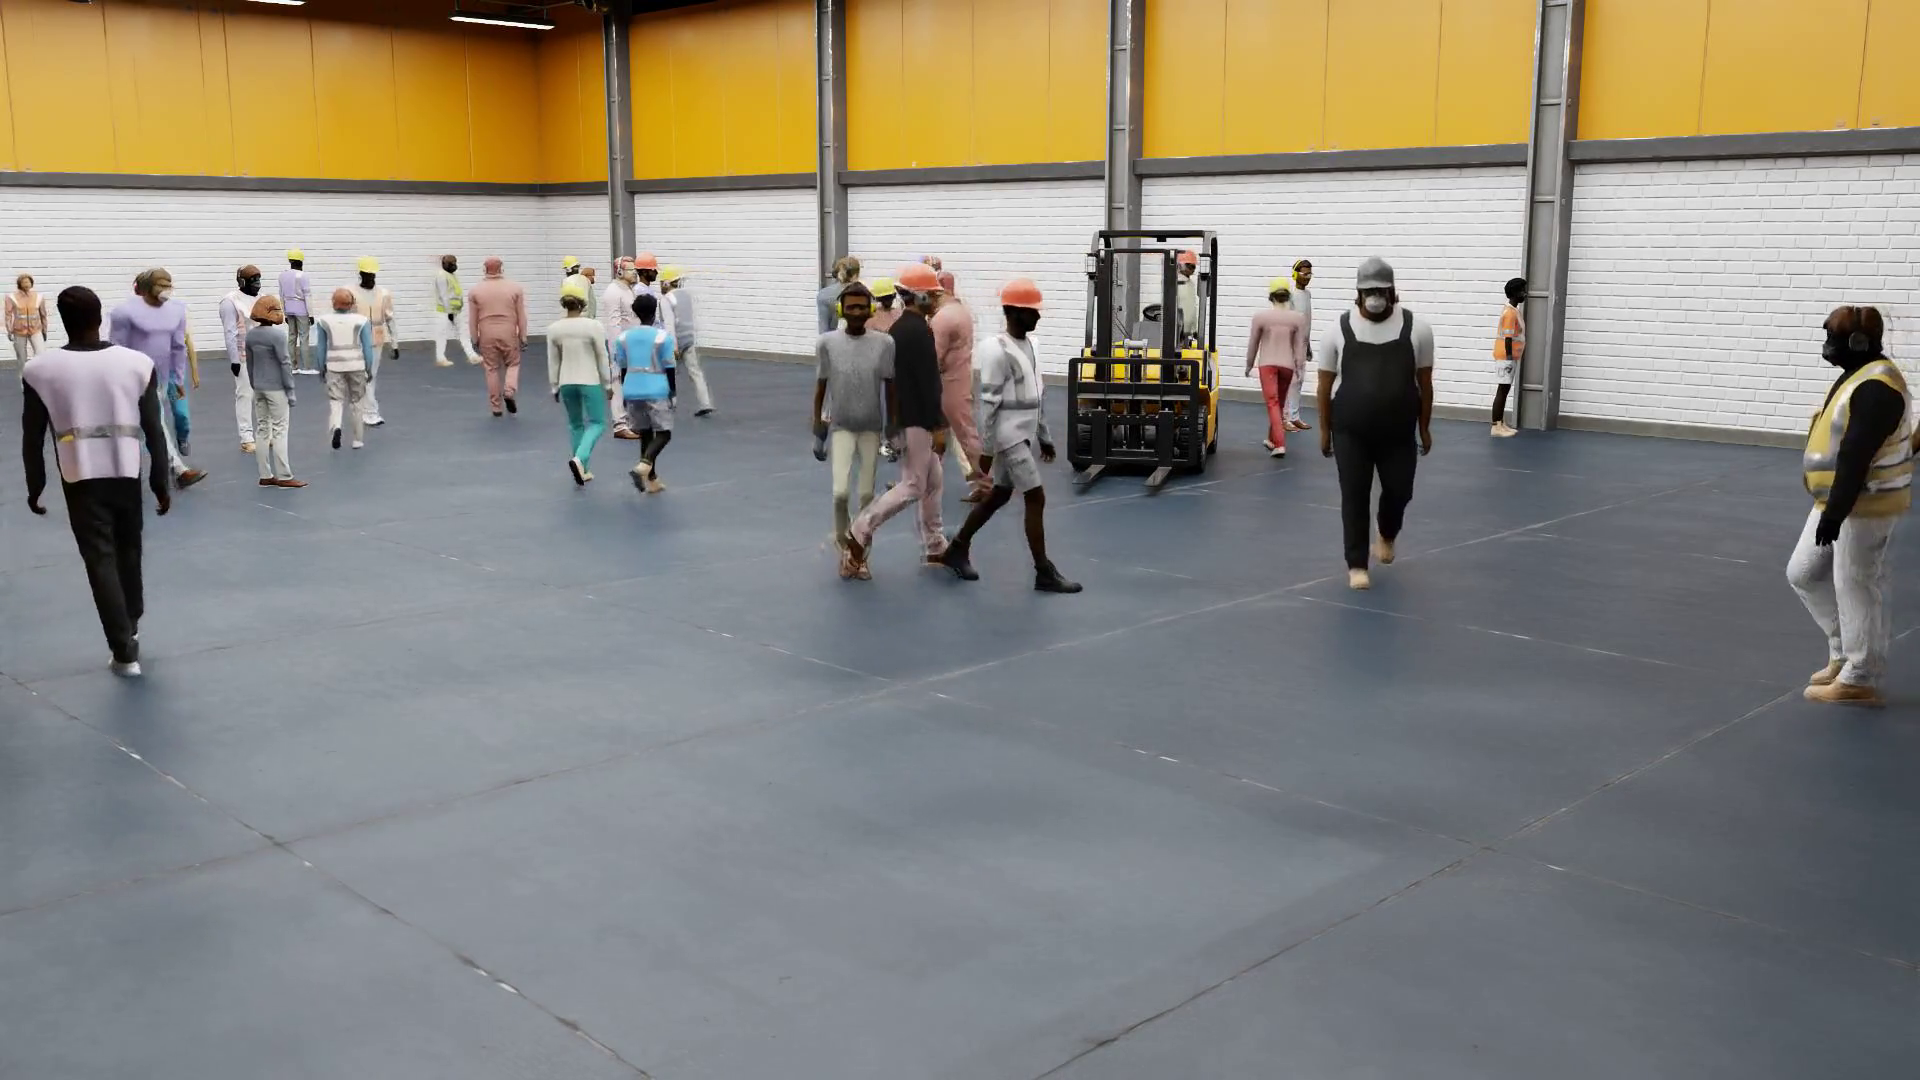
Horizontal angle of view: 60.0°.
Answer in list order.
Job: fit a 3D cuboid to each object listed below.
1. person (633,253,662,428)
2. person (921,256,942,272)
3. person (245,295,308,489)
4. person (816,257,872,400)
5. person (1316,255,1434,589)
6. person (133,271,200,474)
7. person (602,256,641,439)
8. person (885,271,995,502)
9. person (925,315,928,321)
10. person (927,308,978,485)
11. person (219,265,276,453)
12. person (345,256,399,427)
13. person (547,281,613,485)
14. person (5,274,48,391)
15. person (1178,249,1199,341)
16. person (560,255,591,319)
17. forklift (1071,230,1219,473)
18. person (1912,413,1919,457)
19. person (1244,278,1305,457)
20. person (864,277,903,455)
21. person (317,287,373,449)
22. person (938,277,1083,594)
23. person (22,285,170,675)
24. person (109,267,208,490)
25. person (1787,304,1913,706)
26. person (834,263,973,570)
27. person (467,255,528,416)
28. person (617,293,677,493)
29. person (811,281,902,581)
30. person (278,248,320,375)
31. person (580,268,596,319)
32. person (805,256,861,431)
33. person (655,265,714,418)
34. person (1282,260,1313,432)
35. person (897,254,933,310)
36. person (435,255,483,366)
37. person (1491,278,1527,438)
[{"bbox_3d":[-3.460,-2.204,18.447,0.358,1.938,0.548,-3,11,-16],"label":"person"},{"bbox_3d":[-0.292,-2.166,18.336,0.401,1.901,0.650,-4,11,-19],"label":"person"},{"bbox_3d":[-5.807,-1.247,14.054,0.498,1.634,0.280,6,12,30],"label":"person"},{"bbox_3d":[-1.238,-2.119,18.096,0.635,1.909,0.970,-3,11,-15],"label":"person"},{"bbox_3d":[2.519,-0.737,10.162,0.702,2.000,0.687,2,11,9],"label":"person"},{"bbox_3d":[-7.232,-1.526,15.073,0.623,1.812,0.669,-4,11,-22],"label":"person"},{"bbox_3d":[-3.510,-2.026,17.556,0.407,1.910,0.638,1,10,5],"label":"person"},{"bbox_3d":[-0.125,-1.215,13.313,0.967,1.845,0.641,1,10,8],"label":"person"},{"bbox_3d":[-0.224,-1.779,17.007,0.509,1.614,0.603,-7,12,-33],"label":"person"},{"bbox_3d":[-0.132,-1.232,14.100,0.876,1.579,0.511,9,14,41],"label":"person"},{"bbox_3d":[-6.969,-1.790,16.452,0.429,1.844,0.625,4,11,22],"label":"person"},{"bbox_3d":[-6.549,-2.202,18.543,0.616,1.887,0.885,-10,14,-42],"label":"person"},{"bbox_3d":[-3.248,-1.327,14.163,0.560,1.749,0.659,3,11,14],"label":"person"},{"bbox_3d":[-12.712,-2.809,22.687,0.533,1.595,0.862,-8,13,-37],"label":"person"},{"bbox_3d":[2.790,-2.638,20.759,0.638,1.986,0.633,7,12,32],"label":"person"},{"bbox_3d":[-5.838,-3.388,25.198,0.404,1.828,0.587,5,11,24],"label":"person"},{"bbox_3d":[1.804,-1.825,15.677,1.214,2.155,2.313,2,11,13],"label":"forklift"},{"bbox_3d":[8.418,-1.453,14.186,1.051,1.993,0.628,7,13,35],"label":"person"},{"bbox_3d":[3.076,-1.683,16.200,0.524,1.717,0.898,-1,10,-8],"label":"person"},{"bbox_3d":[-0.696,-1.665,16.063,0.533,1.740,0.403,-7,12,-32],"label":"person"},{"bbox_3d":[-6.087,-1.684,16.466,0.526,1.625,0.549,-2,11,-13],"label":"person"},{"bbox_3d":[0.273,-0.641,10.071,0.978,1.898,0.540,5,11,24],"label":"person"},{"bbox_3d":[-4.296,-0.310,8.259,0.614,1.875,0.935,-8,13,-36],"label":"person"},{"bbox_3d":[-6.780,-1.347,13.986,1.030,1.863,0.636,5,11,23],"label":"person"},{"bbox_3d":[4.047,-0.152,7.558,0.448,1.824,0.647,3,11,16],"label":"person"},{"bbox_3d":[-0.354,-0.753,10.463,0.863,1.965,0.615,-3,11,-15],"label":"person"},{"bbox_3d":[-5.446,-2.401,19.625,0.674,1.892,0.425,-2,11,-11],"label":"person"},{"bbox_3d":[-2.575,-1.174,13.576,0.540,1.672,0.573,3,11,18],"label":"person"},{"bbox_3d":[-0.634,-0.657,10.239,0.559,1.854,0.436,-2,11,-9],"label":"person"},{"bbox_3d":[-10.131,-3.487,25.470,0.588,1.927,0.370,4,11,22],"label":"person"},{"bbox_3d":[-5.736,-3.393,25.757,0.280,1.633,0.503,-3,11,-16],"label":"person"},{"bbox_3d":[-1.226,-2.101,17.982,0.888,1.897,0.637,0,10,-1],"label":"person"},{"bbox_3d":[-3.314,-2.299,19.402,0.988,1.779,0.582,6,12,29],"label":"person"},{"bbox_3d":[3.700,-2.120,18.184,0.311,1.865,0.533,9,14,40],"label":"person"},{"bbox_3d":[-0.482,-2.356,19.344,0.621,1.913,0.596,6,12,30],"label":"person"},{"bbox_3d":[-8.189,-3.726,27.095,0.879,1.805,0.663,1,10,6],"label":"person"},{"bbox_3d":[5.820,-1.931,17.637,0.323,1.689,0.530,4,11,20],"label":"person"}]
